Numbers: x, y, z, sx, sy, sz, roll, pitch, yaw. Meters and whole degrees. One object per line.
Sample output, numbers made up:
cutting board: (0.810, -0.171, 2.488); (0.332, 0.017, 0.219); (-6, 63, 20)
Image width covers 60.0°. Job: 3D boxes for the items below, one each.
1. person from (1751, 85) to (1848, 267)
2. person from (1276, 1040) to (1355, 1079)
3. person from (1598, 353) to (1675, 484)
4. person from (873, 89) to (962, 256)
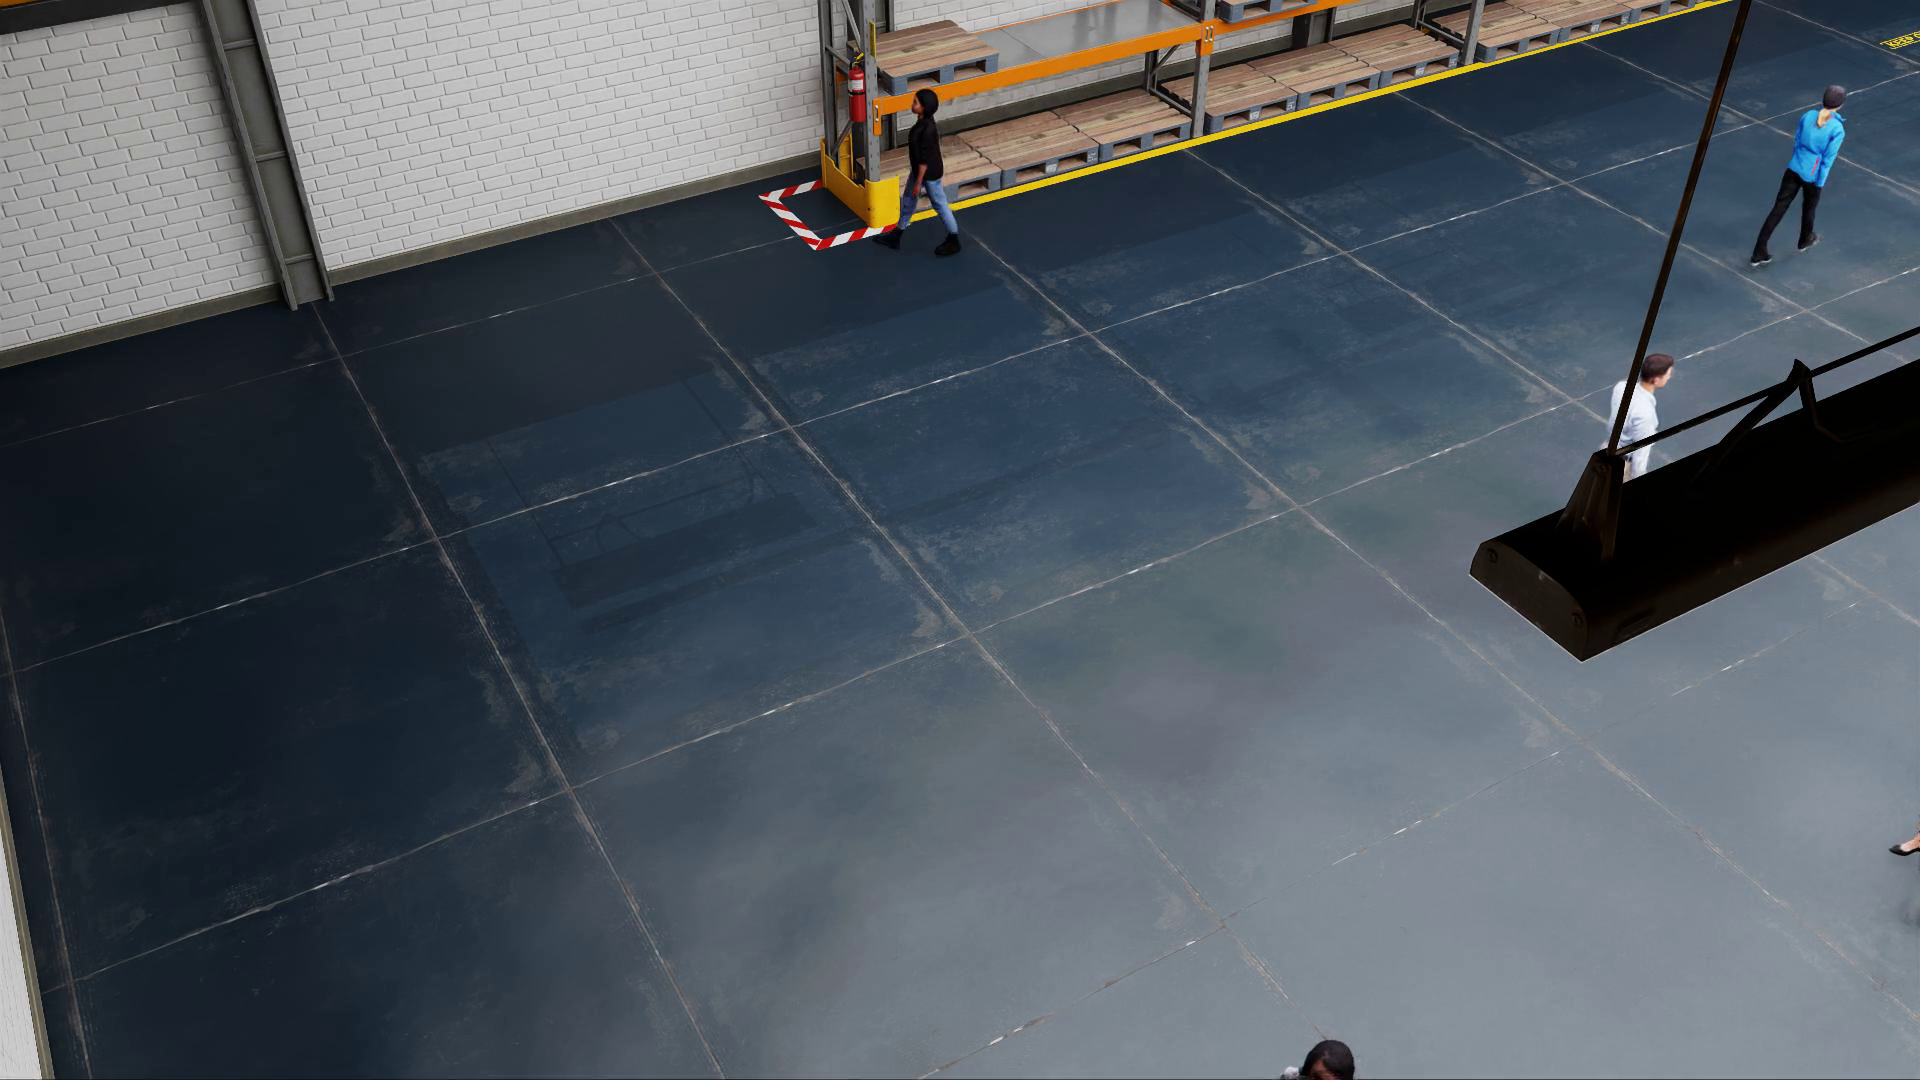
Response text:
person: (7.838, -3.365, 15.580); (1.124, 1.748, 0.623); (-20, 43, -23)
person: (1.609, 2.895, 7.760); (0.674, 1.725, 0.701); (16, 41, 19)
person: (4.767, -0.563, 11.993); (0.734, 1.845, 0.736); (-5, 39, -7)
person: (-0.214, -3.450, 15.756); (1.150, 1.661, 0.847); (-7, 39, -9)
